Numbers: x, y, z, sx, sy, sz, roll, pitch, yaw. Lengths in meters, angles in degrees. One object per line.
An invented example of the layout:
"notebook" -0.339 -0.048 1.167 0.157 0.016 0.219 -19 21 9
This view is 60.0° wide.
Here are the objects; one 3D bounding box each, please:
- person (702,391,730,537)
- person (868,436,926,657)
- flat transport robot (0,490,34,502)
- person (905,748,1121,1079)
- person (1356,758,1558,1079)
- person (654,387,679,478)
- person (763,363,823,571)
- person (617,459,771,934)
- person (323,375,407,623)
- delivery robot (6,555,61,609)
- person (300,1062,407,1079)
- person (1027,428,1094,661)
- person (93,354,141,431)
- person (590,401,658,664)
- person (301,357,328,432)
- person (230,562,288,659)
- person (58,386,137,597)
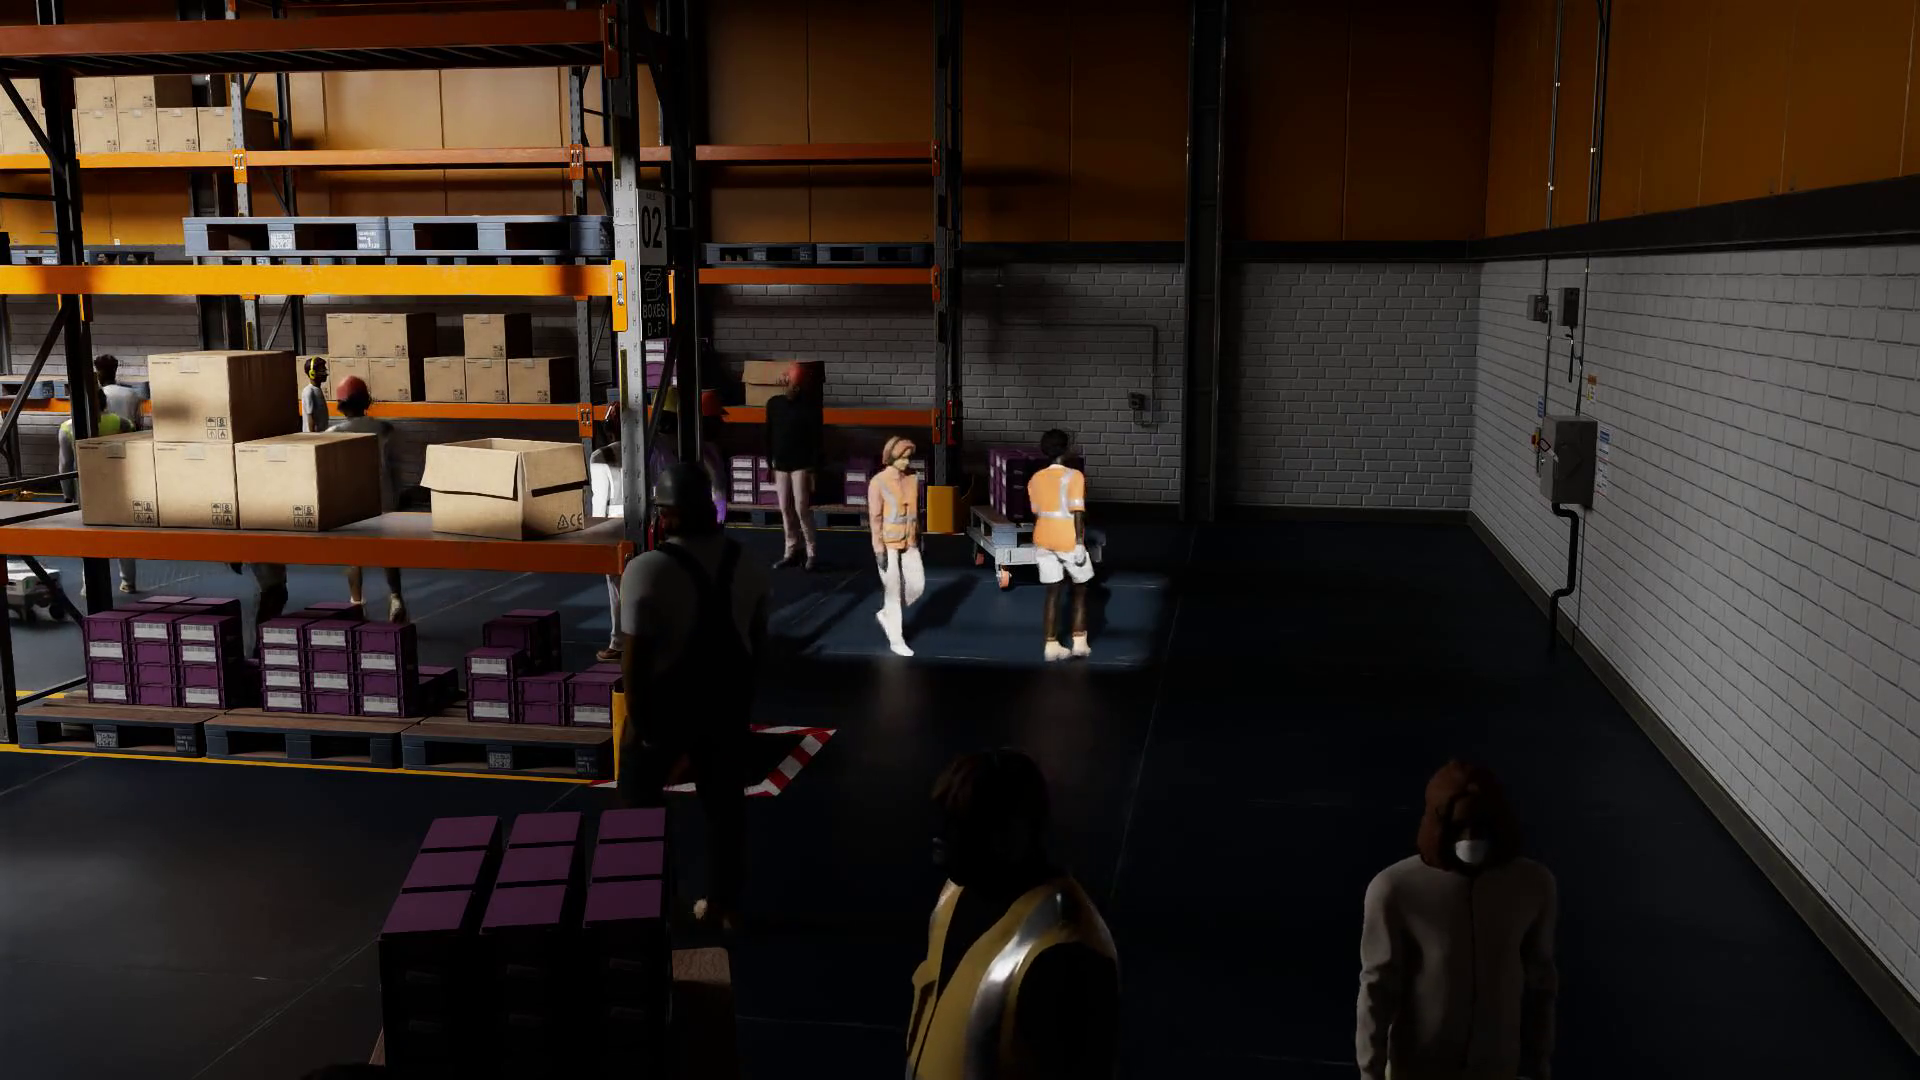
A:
"person" -1.830 -0.113 12.093 0.349 1.942 0.545 1 9 5
"person" -0.480 0.040 12.108 0.465 1.620 0.551 8 12 42
"flat transport robot" -11.575 -0.490 19.601 0.652 0.197 1.431 -1 9 -6
"person" 0.059 1.330 3.497 0.504 1.826 0.659 -3 10 -18
"person" 1.242 1.325 4.176 0.513 1.620 0.298 -1 9 -7
"person" -2.233 -0.216 12.785 0.382 1.922 0.594 5 11 30
"person" -1.560 -0.679 15.609 0.657 1.954 0.370 6 11 32
"person" -1.158 0.652 7.041 0.705 2.000 0.607 -7 12 -39
"person" -4.623 -0.282 12.967 0.609 2.009 0.993 -6 11 -31
"delivery robot" -7.552 0.338 13.294 0.707 0.478 0.477 4 10 22
"person" -0.633 1.541 2.032 0.941 1.885 0.604 5 11 30
"person" 0.706 0.032 12.008 0.575 1.666 0.365 8 12 42
"person" -8.761 -0.956 17.323 0.535 1.951 0.613 5 11 29
"person" -2.408 -0.055 11.915 0.355 1.883 0.575 7 12 38
"person" -7.007 -1.059 18.182 0.326 1.874 0.518 -2 9 -13
"person" -4.704 0.010 11.411 0.612 1.914 0.571 2 9 12
"person" -7.414 -0.421 14.351 0.631 1.836 0.429 -8 12 -39
